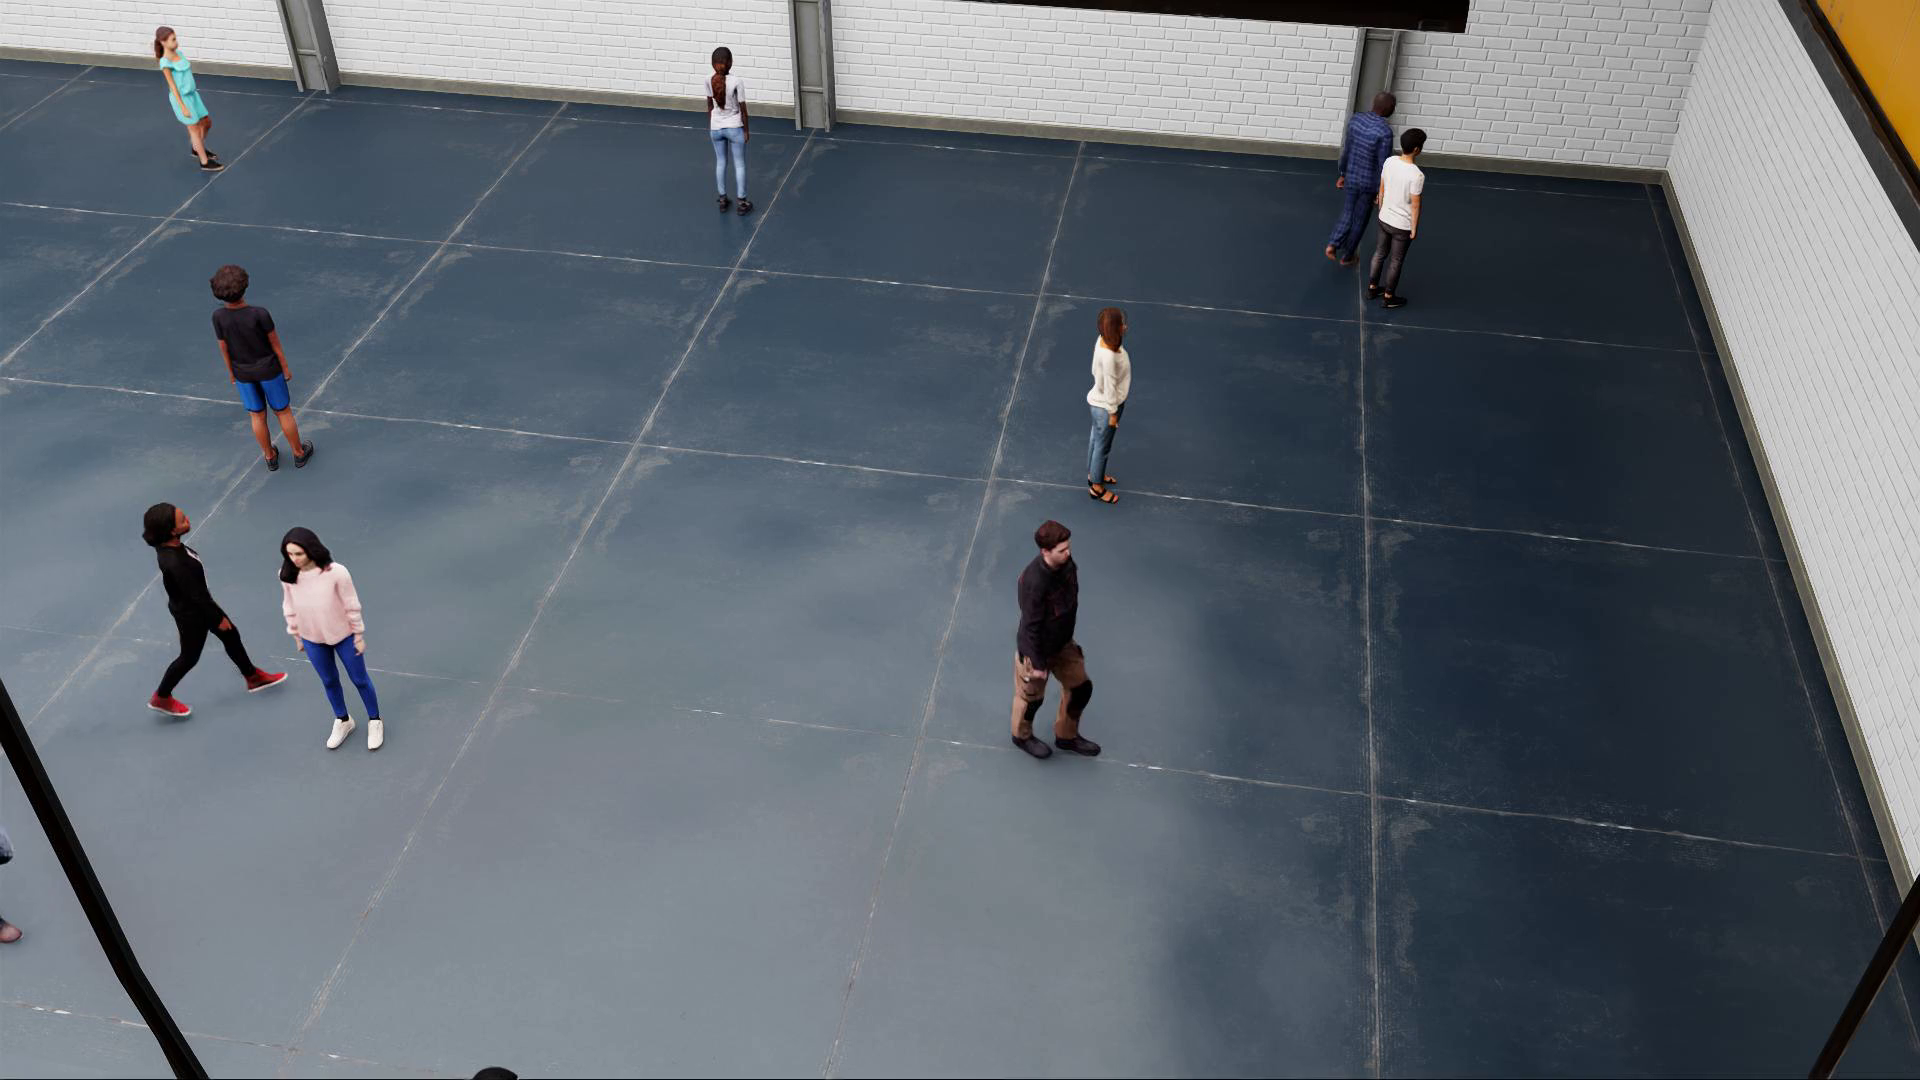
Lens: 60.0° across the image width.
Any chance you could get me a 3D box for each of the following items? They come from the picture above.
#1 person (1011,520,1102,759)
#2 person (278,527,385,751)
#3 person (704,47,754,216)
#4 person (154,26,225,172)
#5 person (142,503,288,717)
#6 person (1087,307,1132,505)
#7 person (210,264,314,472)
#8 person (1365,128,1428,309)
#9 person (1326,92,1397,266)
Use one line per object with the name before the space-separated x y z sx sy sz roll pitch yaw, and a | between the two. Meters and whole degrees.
person | 0.471 0.622 10.587 0.975 1.908 0.891 23 44 26
person | -4.043 0.623 10.698 0.522 1.769 0.736 1 39 2
person | -2.330 -4.104 16.656 0.461 1.720 0.633 8 39 10
person | -8.171 -4.632 17.449 0.630 1.556 0.542 6 39 7
person | -5.131 0.509 10.946 1.183 1.637 0.991 -14 41 -16
person | 1.125 -1.063 12.878 0.587 1.682 0.643 0 39 0
person | -5.560 -1.350 13.147 0.601 1.796 0.743 -7 39 -8
person | 3.999 -2.960 15.223 0.742 1.721 0.698 -21 43 -24
person | 3.736 -3.341 15.638 0.923 1.798 0.858 -32 48 -33
